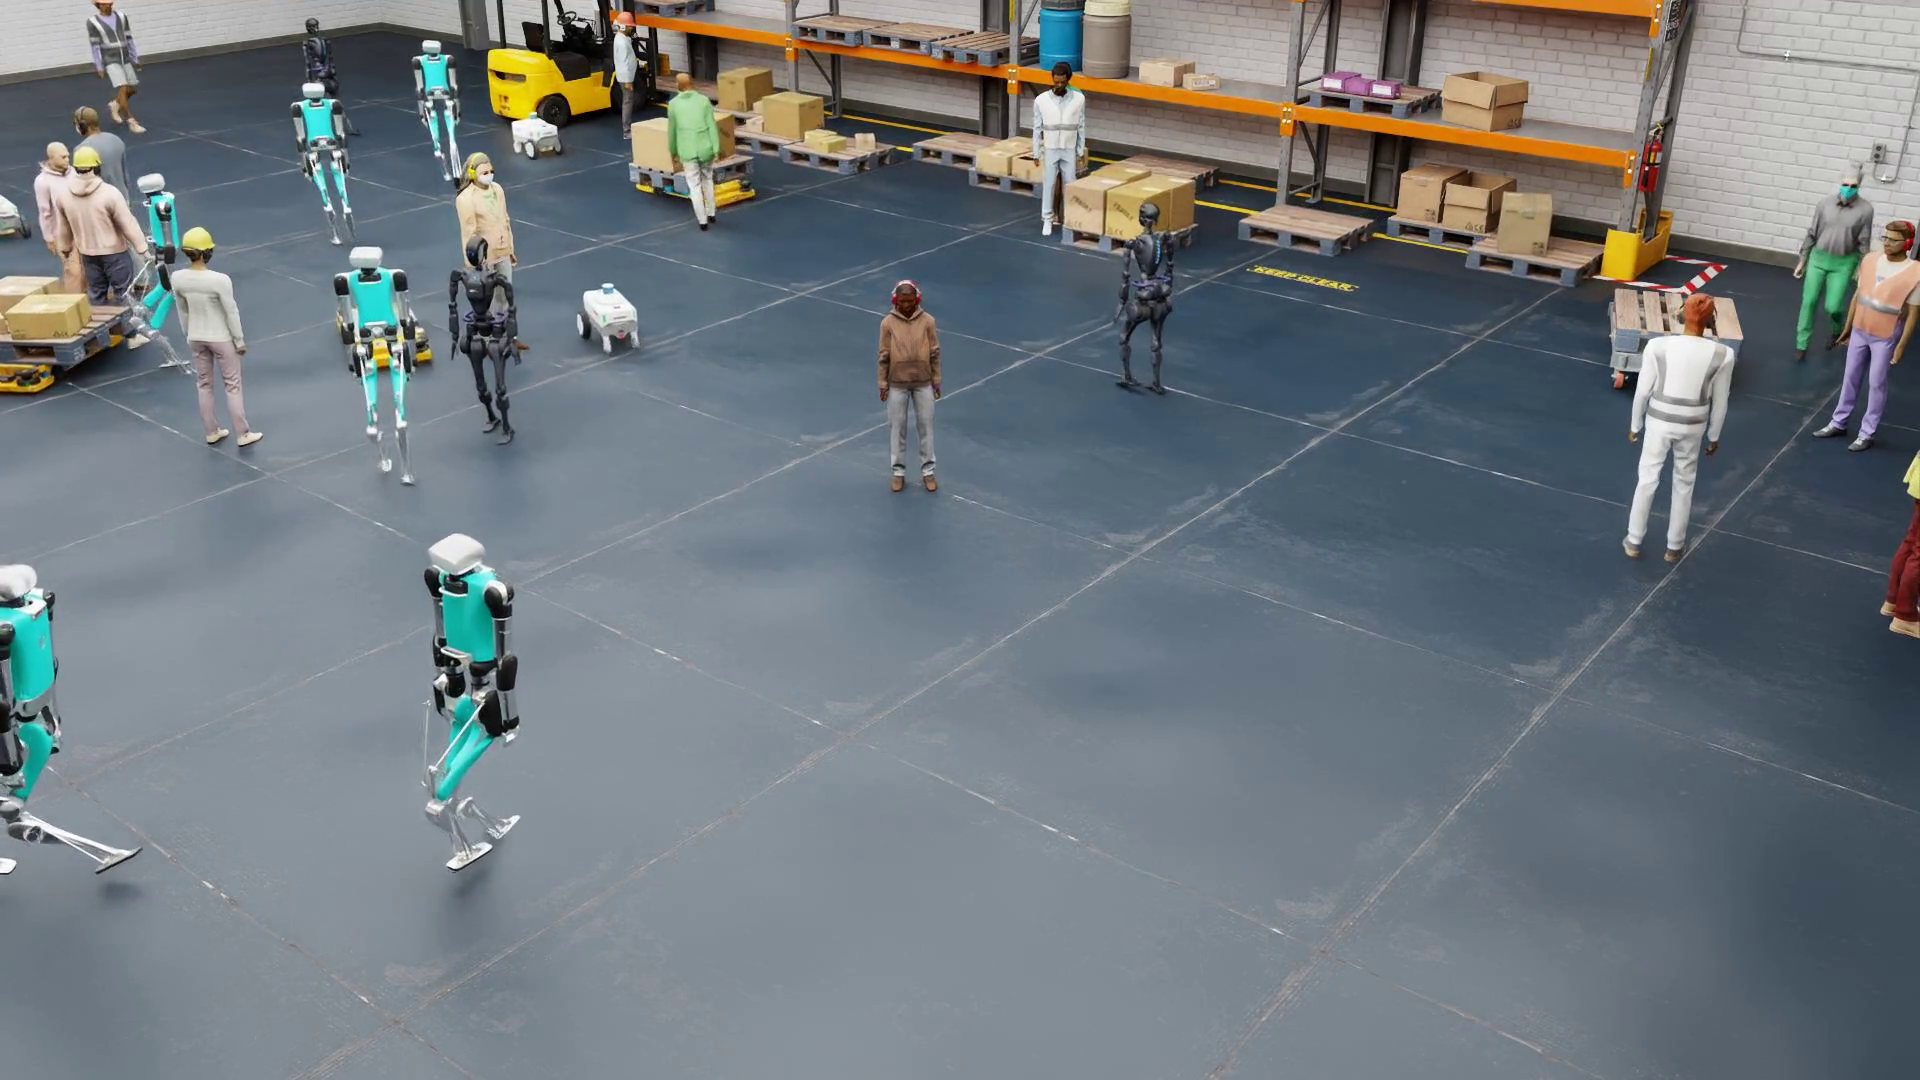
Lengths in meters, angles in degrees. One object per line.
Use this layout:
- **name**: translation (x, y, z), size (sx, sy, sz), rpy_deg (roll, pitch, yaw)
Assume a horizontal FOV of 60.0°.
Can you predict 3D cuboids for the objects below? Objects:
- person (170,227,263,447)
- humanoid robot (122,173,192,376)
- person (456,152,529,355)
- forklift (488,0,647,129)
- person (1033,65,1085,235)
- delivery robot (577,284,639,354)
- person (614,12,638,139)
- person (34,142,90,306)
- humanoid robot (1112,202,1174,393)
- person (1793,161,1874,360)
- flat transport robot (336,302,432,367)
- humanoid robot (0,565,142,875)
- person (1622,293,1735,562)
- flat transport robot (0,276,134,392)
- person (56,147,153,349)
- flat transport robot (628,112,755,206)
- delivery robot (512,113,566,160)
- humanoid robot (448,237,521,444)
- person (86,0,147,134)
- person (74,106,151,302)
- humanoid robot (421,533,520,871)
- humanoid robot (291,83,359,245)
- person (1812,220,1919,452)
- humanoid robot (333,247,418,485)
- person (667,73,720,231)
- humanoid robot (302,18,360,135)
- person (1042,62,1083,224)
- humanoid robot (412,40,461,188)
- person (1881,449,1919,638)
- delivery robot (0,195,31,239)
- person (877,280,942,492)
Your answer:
- **person**: translation (-5.905, -1.599, 13.172), size (0.524, 1.760, 0.338), rpy_deg (5, 26, 10)
- **humanoid robot**: translation (-7.132, -2.271, 14.632), size (0.672, 1.842, 0.536), rpy_deg (-13, 29, -26)
- **person**: translation (-4.279, -2.584, 15.092), size (0.416, 1.867, 0.566), rpy_deg (13, 29, 25)
- **forklift**: translation (-5.874, -7.334, 24.552), size (1.214, 2.155, 2.313), rpy_deg (19, 32, 34)
- **person**: translation (1.118, -4.411, 18.828), size (0.595, 1.908, 0.408), rpy_deg (-3, 26, -6)
- **delivery robot**: translation (-3.283, -2.104, 15.609), size (0.499, 0.603, 0.803), rpy_deg (-12, 28, -24)
- **person**: translation (-4.670, -6.538, 23.422), size (0.350, 1.738, 0.572), rpy_deg (-5, 26, -11)
- **person**: translation (-8.485, -2.926, 15.913), size (0.593, 1.756, 0.535), rpy_deg (15, 30, 28)
- **humanoid robot**: translation (1.590, -2.081, 14.259), size (0.601, 1.646, 0.459), rpy_deg (-15, 30, -28)
- **person**: translation (7.872, -2.519, 14.993), size (0.545, 1.829, 0.472), rpy_deg (20, 32, 35)
- **flat transport robot**: translation (-5.414, -1.936, 15.580), size (0.659, 0.231, 1.431), rpy_deg (-12, 28, -23)
- **humanoid robot**: translation (-4.615, 0.936, 7.966), size (1.071, 1.723, 0.571), rpy_deg (-1, 26, -3)
- **person**: translation (4.851, -0.756, 11.278), size (0.582, 1.883, 0.339), rpy_deg (10, 28, 21)
- **flat transport robot**: translation (-8.257, -1.658, 15.004), size (0.659, 0.231, 1.431), rpy_deg (2, 26, 4)
- **person**: translation (-7.860, -2.655, 15.246), size (0.810, 1.858, 0.438), rpy_deg (0, 26, 1)
- **flat transport robot**: translation (-3.303, -4.401, 20.684), size (1.431, 0.231, 0.659), rpy_deg (18, 31, 33)
- **delivery robot**: translation (-5.765, -5.501, 22.638), size (0.499, 0.599, 0.784), rpy_deg (-23, 34, -39)
- **humanoid robot**: translation (-3.811, -1.622, 13.318), size (0.593, 1.644, 0.443), rpy_deg (3, 26, 6)
- **person**: translation (-12.091, -6.860, 23.770), size (0.801, 2.023, 0.614), rpy_deg (15, 29, 28)
- **person**: translation (-8.475, -3.343, 16.577), size (0.354, 1.936, 0.634), rpy_deg (5, 26, 9)
- **humanoid robot**: translation (-2.458, 0.881, 8.077), size (0.539, 1.786, 0.878), rpy_deg (16, 30, 29)
- **humanoid robot**: translation (-6.968, -4.050, 18.367), size (0.537, 1.884, 0.660), rpy_deg (-12, 28, -24)
- **person**: translation (7.223, -1.612, 13.095), size (0.390, 1.847, 0.562), rpy_deg (-11, 28, -22)
- **humanoid robot**: translation (-4.341, -1.239, 12.495), size (0.530, 1.813, 0.791), rpy_deg (-7, 27, -14)
- **person**: translation (-3.060, -4.463, 19.122), size (0.570, 1.736, 0.626), rpy_deg (-7, 27, -14)
- **humanoid robot**: translation (-9.016, -6.549, 23.567), size (0.790, 1.626, 0.594), rpy_deg (9, 27, 19)
- **person**: translation (1.202, -4.584, 19.249), size (0.491, 1.849, 0.397), rpy_deg (-13, 29, -25)
- **humanoid robot**: translation (-6.505, -5.302, 20.912), size (0.543, 1.812, 0.891), rpy_deg (-9, 27, -19)
- **person**: translation (6.092, -0.255, 10.376), size (0.380, 1.768, 0.466), rpy_deg (8, 27, 16)
- **delivery robot**: translation (-10.943, -3.688, 18.874), size (0.499, 0.590, 0.793), rpy_deg (-21, 33, -36)
- **person**: translation (-0.377, -1.153, 12.375), size (0.479, 1.640, 0.338), rpy_deg (-2, 26, -5)
